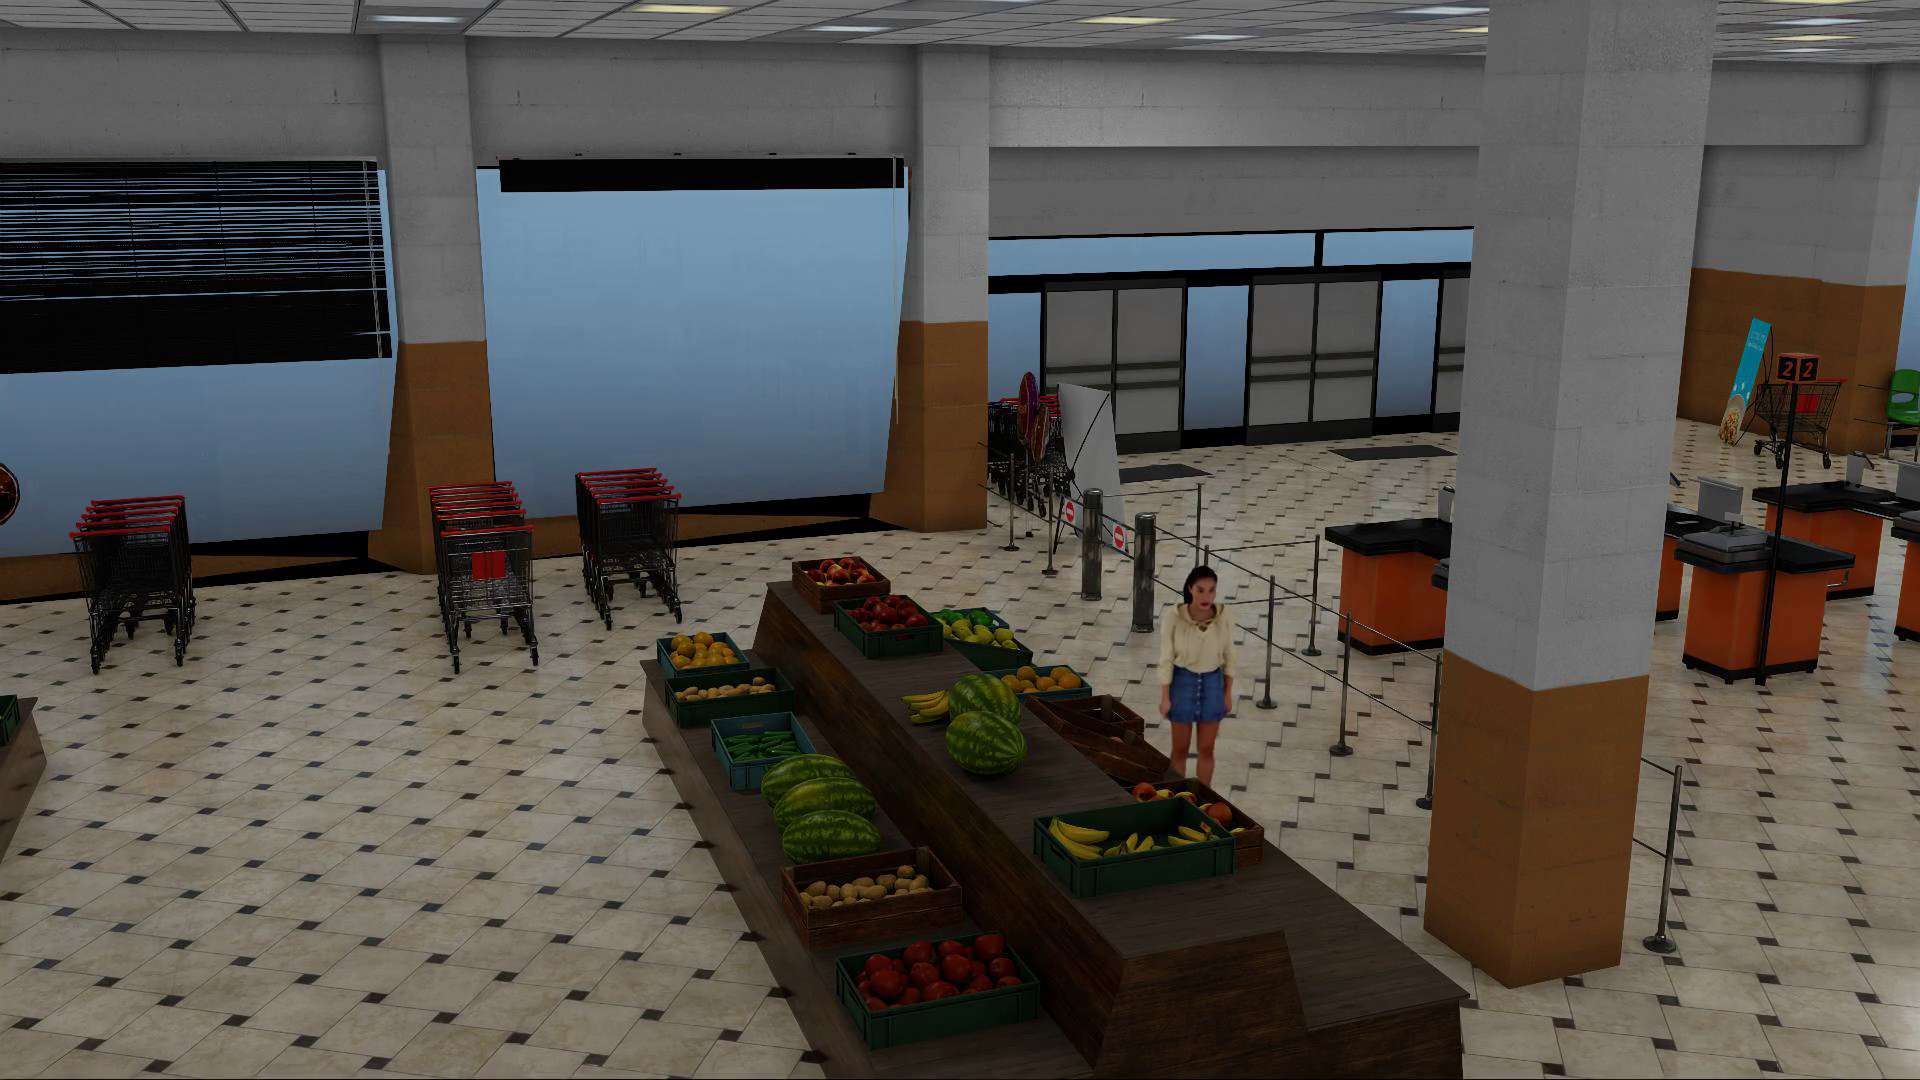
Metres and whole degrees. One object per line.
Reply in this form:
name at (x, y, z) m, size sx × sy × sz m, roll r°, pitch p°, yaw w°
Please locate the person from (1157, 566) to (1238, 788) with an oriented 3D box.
person at (1.441, 0.928, 10.127) m, size 0.707 × 1.623 × 0.670 m, roll -1°, pitch 14°, yaw -5°
